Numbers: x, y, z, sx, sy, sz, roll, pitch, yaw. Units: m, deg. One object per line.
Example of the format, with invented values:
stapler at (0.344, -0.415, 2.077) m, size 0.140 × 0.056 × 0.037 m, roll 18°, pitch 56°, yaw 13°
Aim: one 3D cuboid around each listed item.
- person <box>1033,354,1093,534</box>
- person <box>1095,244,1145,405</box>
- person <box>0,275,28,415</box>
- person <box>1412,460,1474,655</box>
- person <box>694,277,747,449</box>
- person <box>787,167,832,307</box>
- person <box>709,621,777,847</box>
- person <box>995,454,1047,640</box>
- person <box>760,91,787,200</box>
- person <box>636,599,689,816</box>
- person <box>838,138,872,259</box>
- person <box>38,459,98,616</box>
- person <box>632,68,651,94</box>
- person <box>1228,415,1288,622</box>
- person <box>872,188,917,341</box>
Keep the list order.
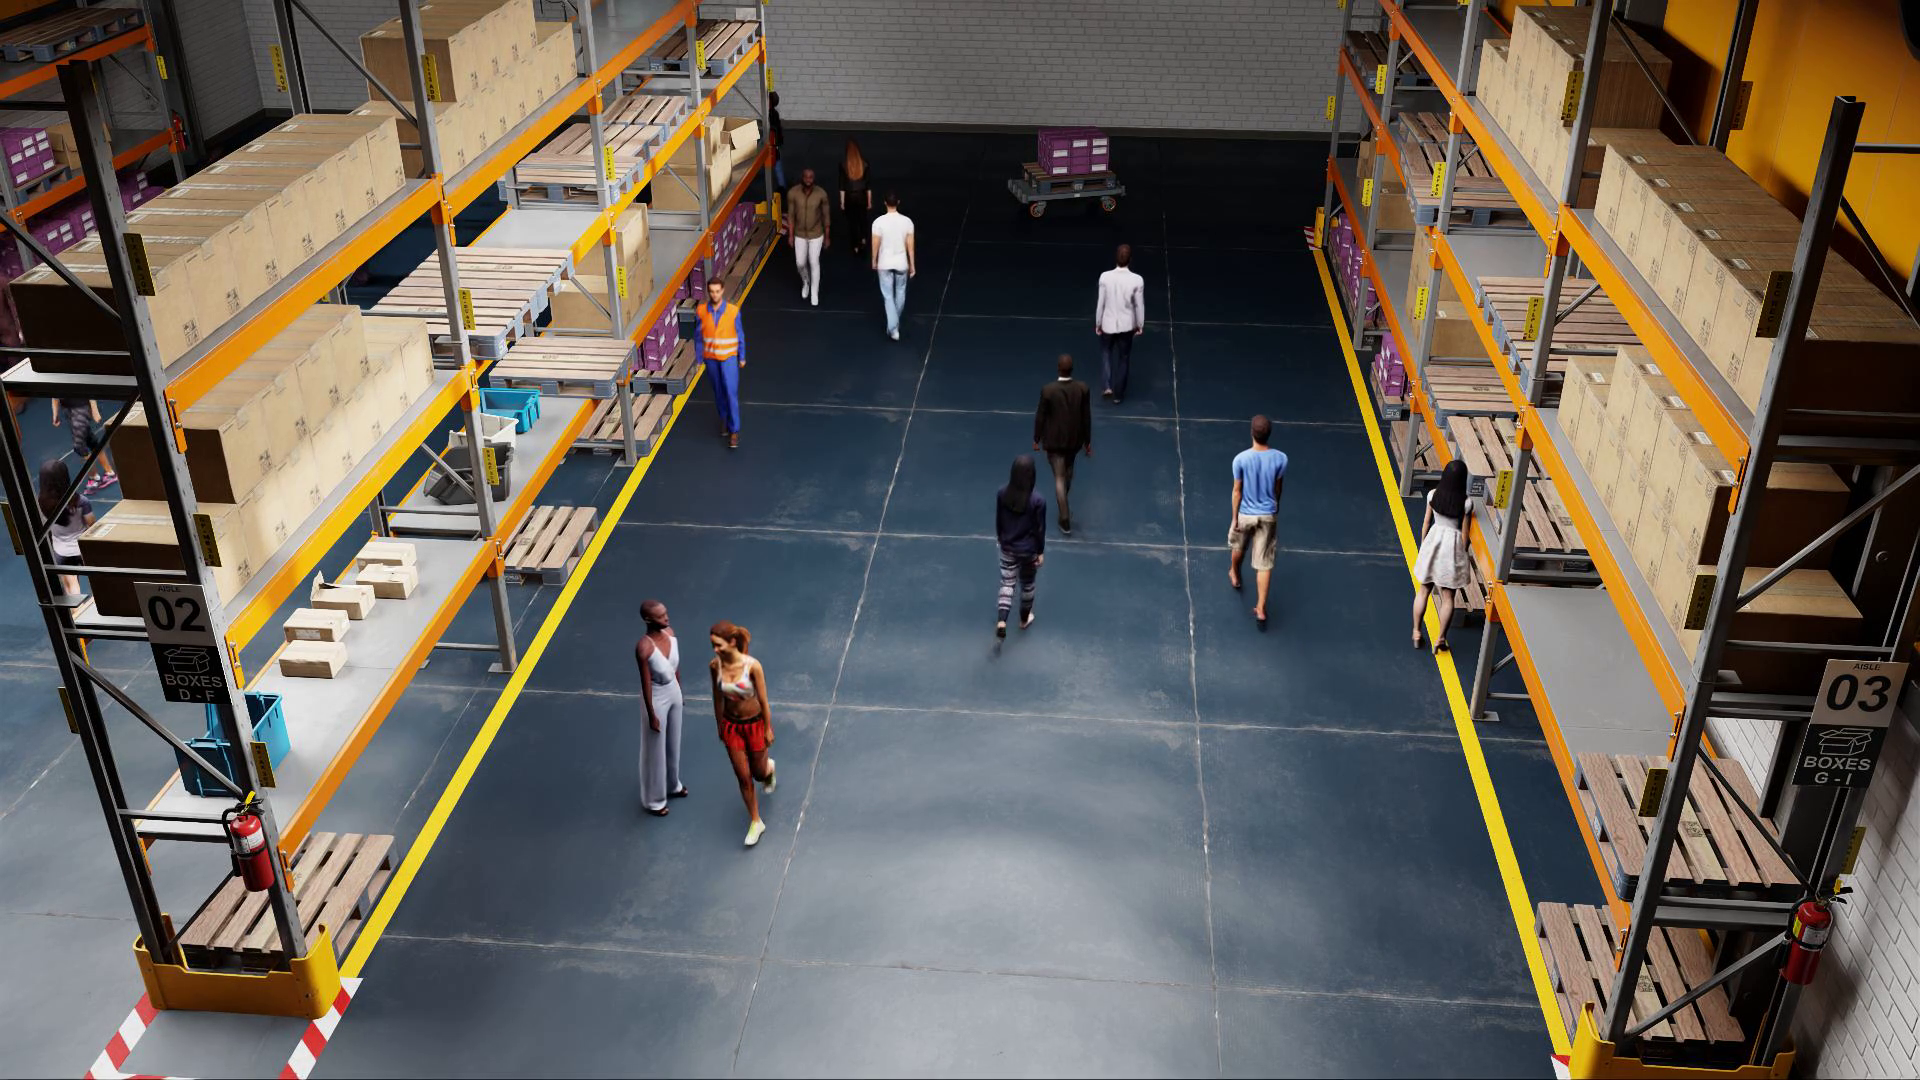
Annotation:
person at (1.025, -0.898, 16.020) m, size 0.889 × 1.775 × 1.100 m, roll -6°, pitch 29°, yaw -11°
person at (1.767, -2.388, 18.689) m, size 0.708 × 1.836 × 0.627 m, roll 4°, pitch 29°, yaw 8°
person at (-10.722, -2.370, 18.642) m, size 0.767 × 1.849 × 1.003 m, roll -1°, pitch 29°, yaw -3°
person at (4.105, 0.138, 14.128) m, size 0.776 × 1.769 × 0.799 m, roll 18°, pitch 34°, yaw 30°
person at (-2.575, -1.978, 17.937) m, size 0.698 × 1.837 × 0.934 m, roll 1°, pitch 29°, yaw 3°
person at (-1.967, -3.988, 21.649) m, size 0.755 × 1.810 × 0.682 m, roll 0°, pitch 29°, yaw 0°
person at (-1.514, 1.316, 11.971) m, size 0.678 × 1.767 × 0.934 m, roll 6°, pitch 29°, yaw 10°
person at (0.477, 0.088, 14.273) m, size 0.742 × 1.718 × 0.955 m, roll 11°, pitch 31°, yaw 20°
person at (-2.797, -6.057, 25.577) m, size 0.778 × 1.682 × 0.695 m, roll -13°, pitch 31°, yaw -22°
person at (-2.187, 1.211, 12.151) m, size 0.700 × 1.779 × 0.570 m, roll 12°, pitch 31°, yaw 21°
person at (-1.453, -4.691, 23.059) m, size 0.734 × 1.694 × 0.928 m, roll -4°, pitch 29°, yaw -8°
person at (-7.605, 0.083, 14.296) m, size 0.651 × 1.706 × 0.611 m, roll -6°, pitch 29°, yaw -10°
person at (-5.041, -6.668, 26.662) m, size 1.067 × 1.716 × 1.160 m, roll 19°, pitch 34°, yaw 31°
person at (2.634, -0.170, 14.632) m, size 0.626 × 1.828 × 1.207 m, roll 2°, pitch 29°, yaw 4°
person at (-0.809, -3.358, 20.481) m, size 0.947 × 1.823 × 1.187 m, roll -8°, pitch 30°, yaw -15°
